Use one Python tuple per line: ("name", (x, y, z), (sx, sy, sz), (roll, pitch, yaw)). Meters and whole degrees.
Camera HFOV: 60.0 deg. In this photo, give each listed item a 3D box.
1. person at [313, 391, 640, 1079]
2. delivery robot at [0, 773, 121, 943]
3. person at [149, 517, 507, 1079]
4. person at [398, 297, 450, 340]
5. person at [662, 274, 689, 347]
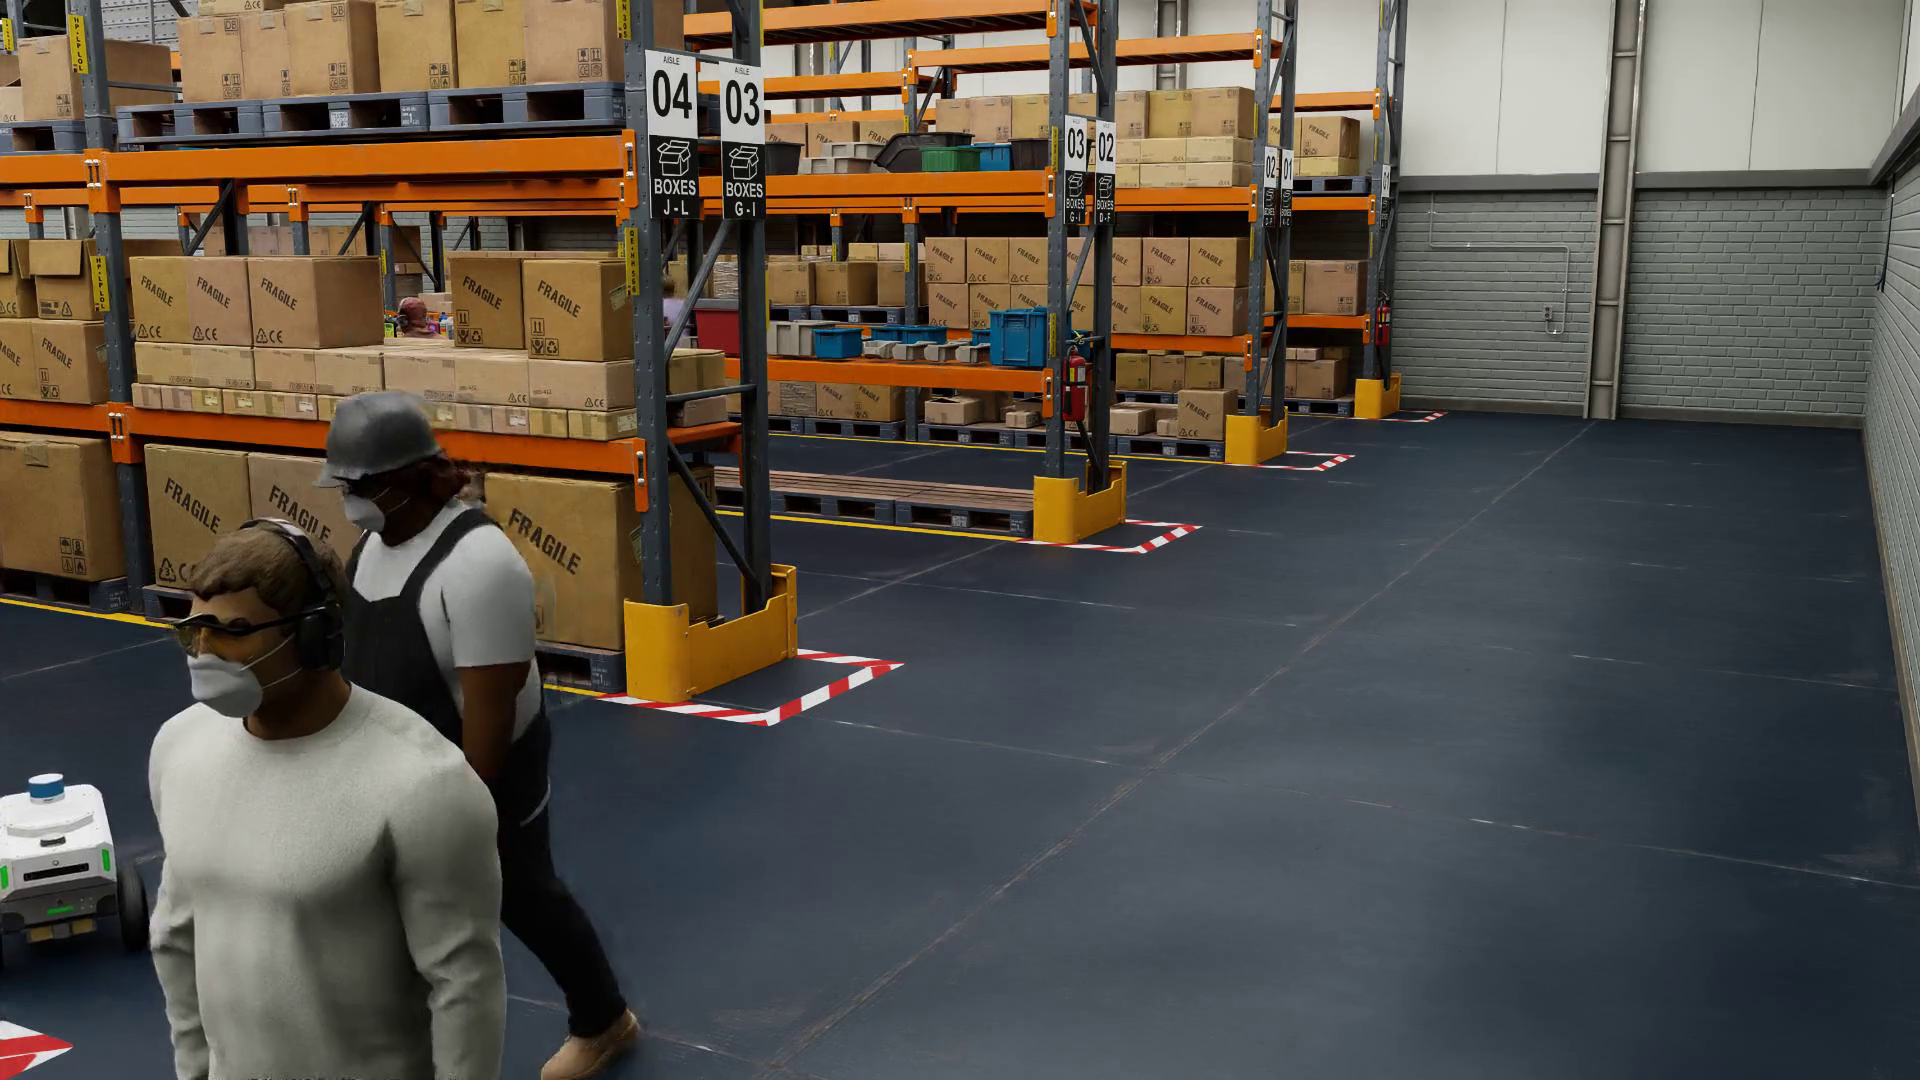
("person", (-1.313, 0.537, 4.414), (0.706, 2.000, 0.974), (8, 13, 38))
("delivery robot", (-3.032, 1.024, 5.557), (0.477, 0.478, 0.707), (-6, 12, -30))
("person", (-0.995, 0.917, 2.625), (0.629, 1.939, 0.372), (4, 11, 22))
("person", (-3.957, -0.821, 12.205), (0.407, 1.902, 0.639), (6, 12, 29))
("person", (-3.170, -1.934, 18.202), (0.465, 1.927, 0.628), (9, 14, 40))
